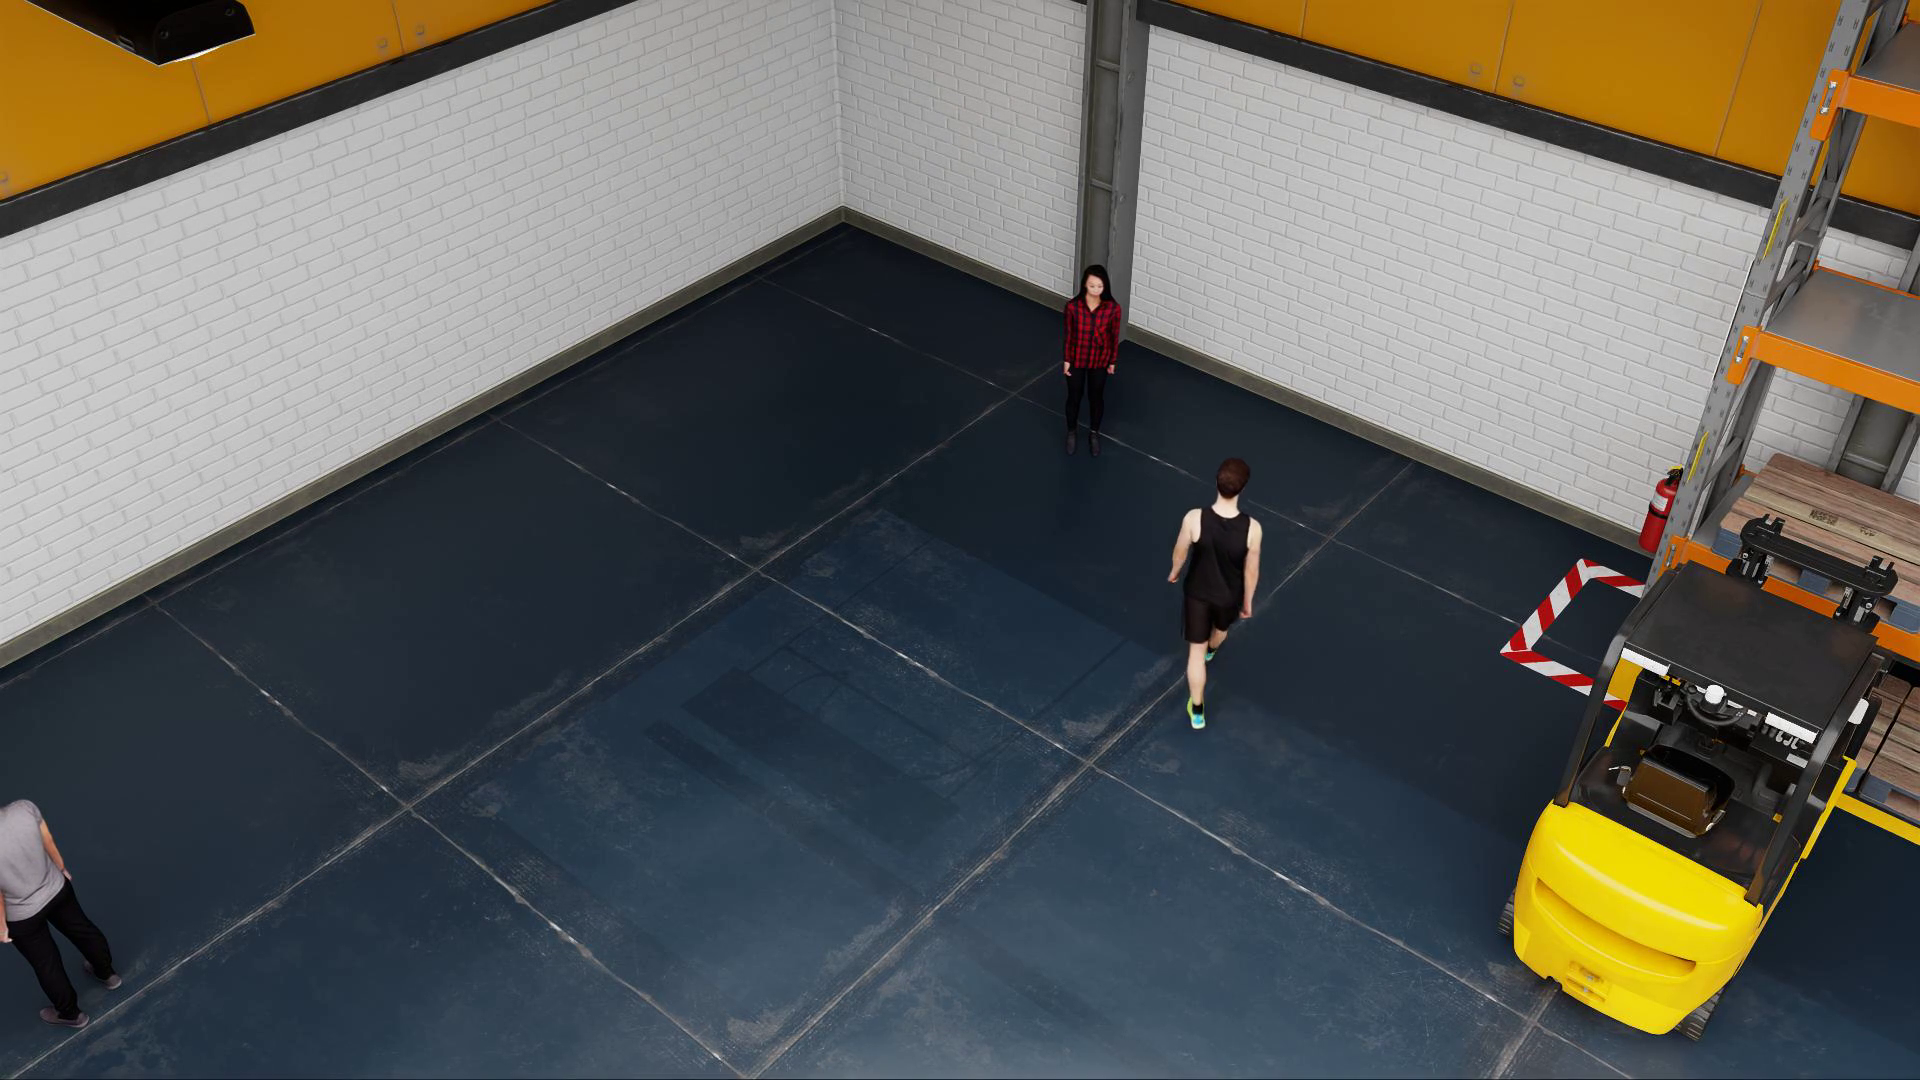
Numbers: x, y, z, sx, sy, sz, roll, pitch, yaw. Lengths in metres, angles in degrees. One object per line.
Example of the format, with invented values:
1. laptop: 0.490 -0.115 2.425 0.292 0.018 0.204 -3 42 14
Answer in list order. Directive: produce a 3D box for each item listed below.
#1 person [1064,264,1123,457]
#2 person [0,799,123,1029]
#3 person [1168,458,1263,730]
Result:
1. person: 0.979 -1.391 12.741 0.632 1.652 0.717 2 39 2
2. person: -4.799 1.848 8.602 0.656 1.755 0.677 13 40 16
3. person: 1.566 0.379 10.372 1.214 1.842 1.153 5 39 6
